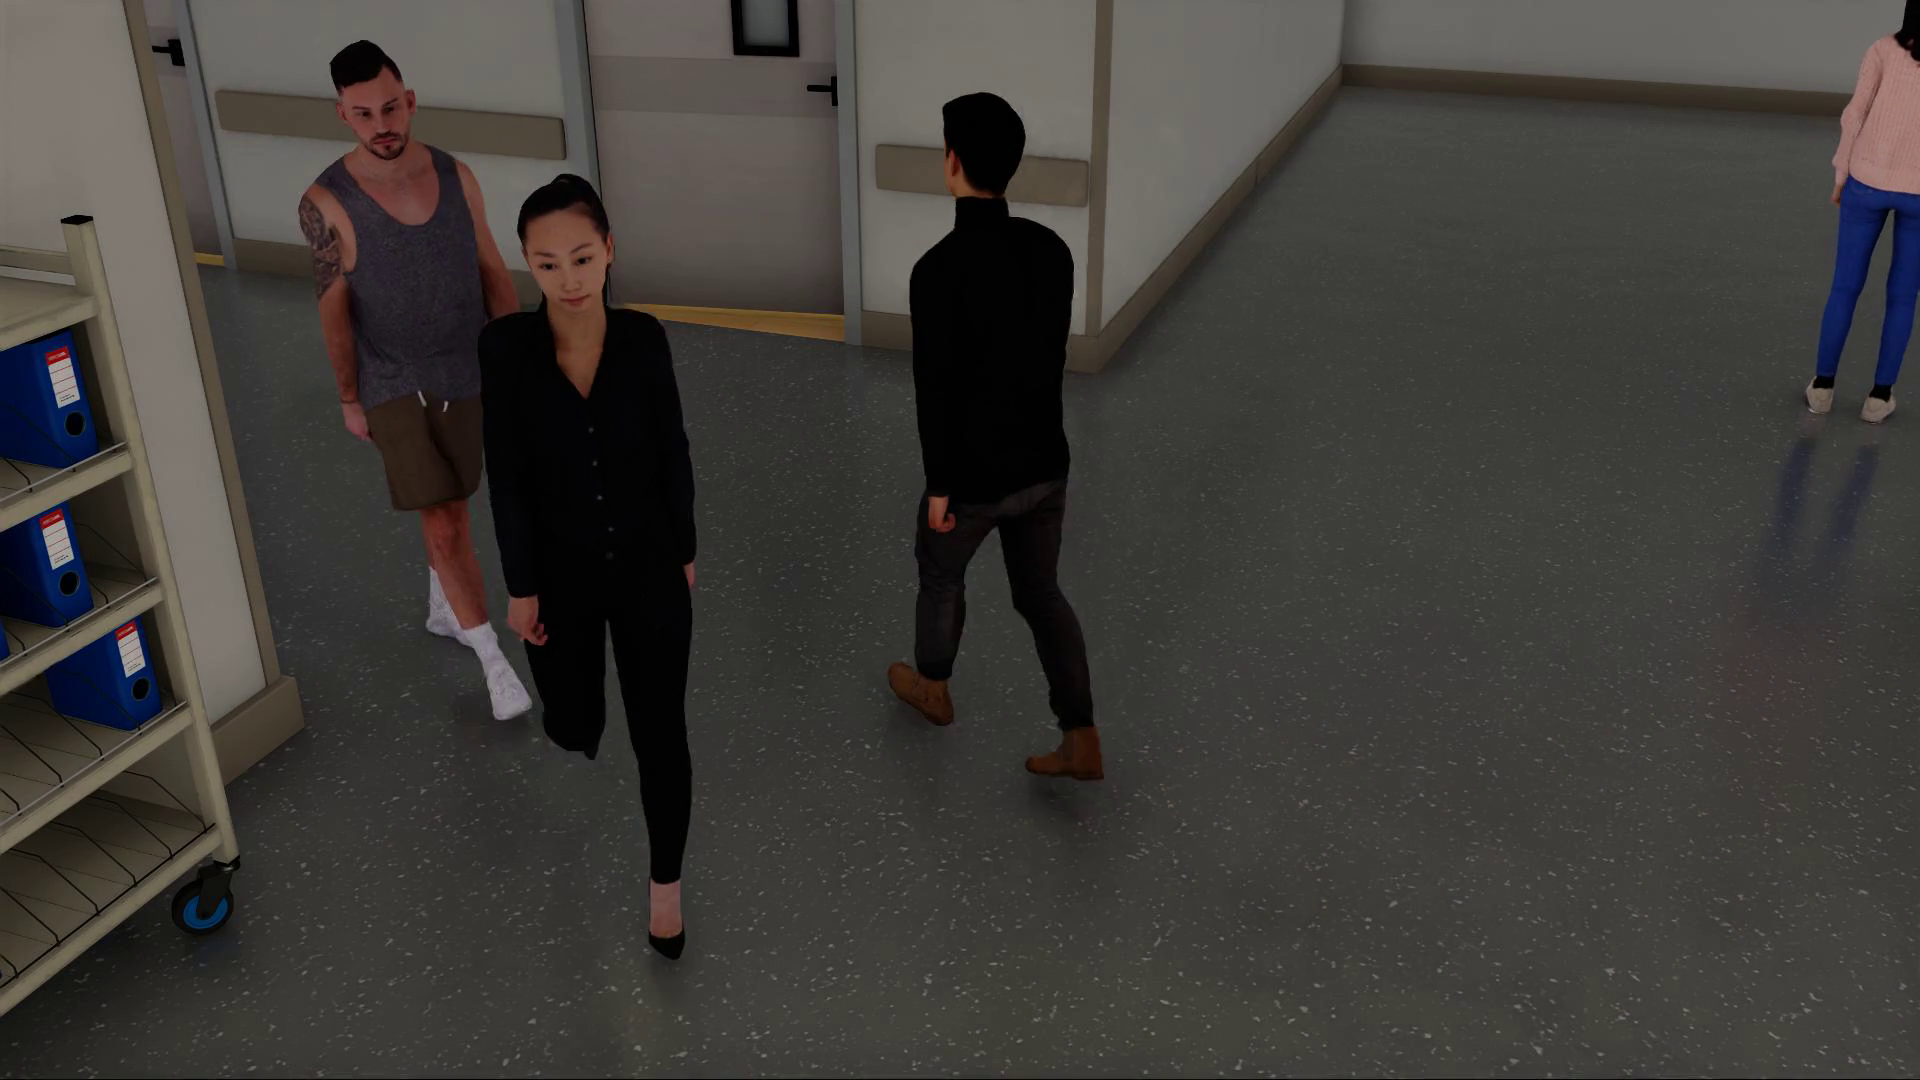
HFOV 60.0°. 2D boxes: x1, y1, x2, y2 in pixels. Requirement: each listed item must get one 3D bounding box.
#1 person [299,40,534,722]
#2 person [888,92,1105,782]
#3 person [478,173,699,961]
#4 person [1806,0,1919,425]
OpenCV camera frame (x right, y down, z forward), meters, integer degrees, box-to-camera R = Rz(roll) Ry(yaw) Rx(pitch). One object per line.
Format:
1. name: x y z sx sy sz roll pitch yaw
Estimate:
1. person: -1.506 -0.456 4.576 1.017 1.799 1.075 22 34 38
2. person: 0.130 -0.177 4.050 1.101 1.687 1.098 -17 30 -31
3. person: -0.787 0.079 3.517 0.935 1.690 1.023 -11 28 -21
4. person: 3.545 -1.313 6.314 0.697 1.767 0.633 16 30 29
